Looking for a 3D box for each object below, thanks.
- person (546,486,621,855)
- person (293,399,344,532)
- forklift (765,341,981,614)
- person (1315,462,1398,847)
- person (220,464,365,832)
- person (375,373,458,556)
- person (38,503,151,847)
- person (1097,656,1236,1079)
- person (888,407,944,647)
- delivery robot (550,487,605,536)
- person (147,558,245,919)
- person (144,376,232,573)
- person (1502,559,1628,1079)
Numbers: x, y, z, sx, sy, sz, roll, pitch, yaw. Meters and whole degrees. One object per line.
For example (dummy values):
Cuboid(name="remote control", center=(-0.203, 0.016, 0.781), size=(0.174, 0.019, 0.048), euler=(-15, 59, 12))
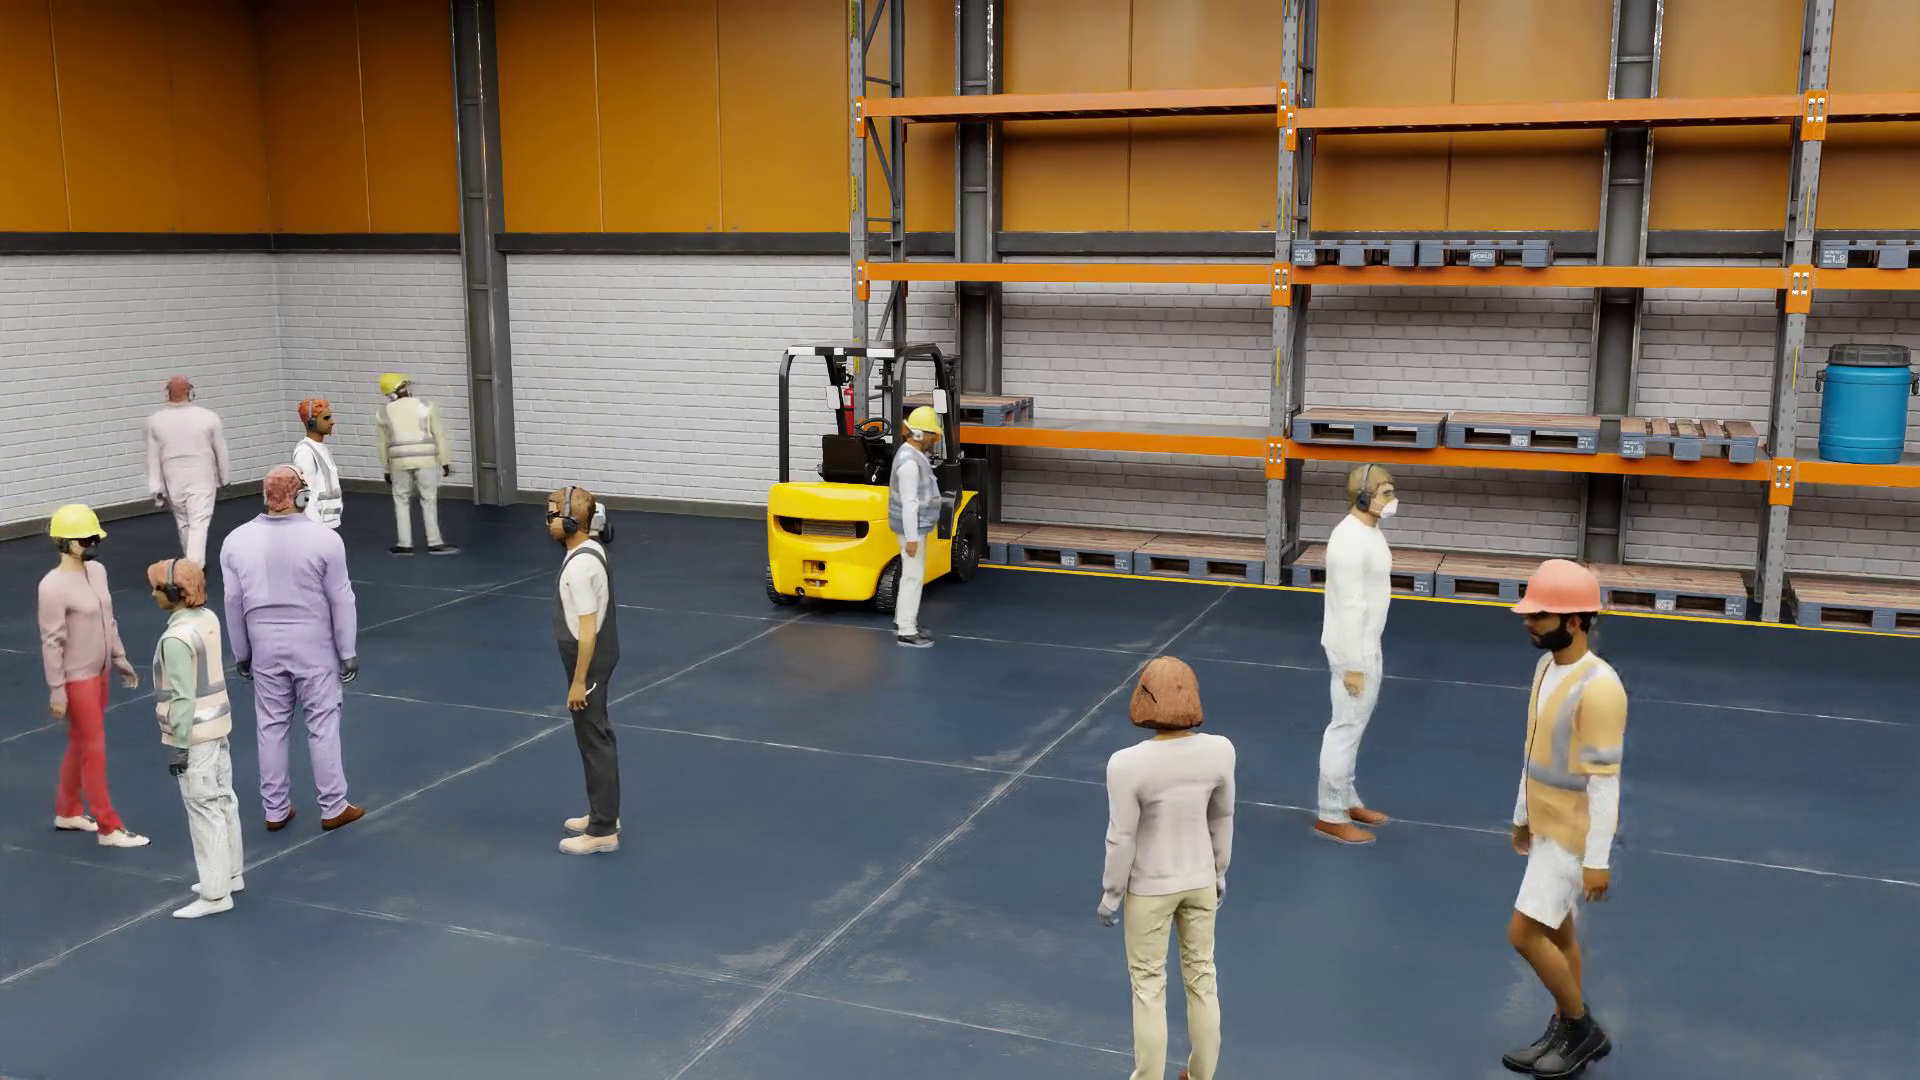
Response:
Cuboid(name="person", center=(-1.868, 0.642, 8.286), size=(0.336, 1.844, 0.508), euler=(-1, 10, -5))
Cuboid(name="person", center=(-4.749, -0.109, 12.367), size=(0.356, 1.883, 0.572), euler=(-2, 10, -13))
Cuboid(name="forklift", center=(-0.739, -0.602, 14.246), size=(1.214, 2.155, 2.313), euler=(4, 11, 21))
Cuboid(name="person", center=(2.017, 0.565, 8.455), size=(0.349, 1.937, 0.635), euler=(4, 11, 20))
Cuboid(name="person", center=(-3.423, 0.558, 8.591), size=(0.652, 1.904, 0.403), euler=(0, 10, 1))
Cuboid(name="person", center=(-5.262, -0.730, 16.131), size=(0.713, 1.785, 0.406), euler=(-2, 10, -12))
Cuboid(name="person", center=(-4.412, 0.675, 8.402), size=(0.482, 1.765, 0.538), euler=(0, 10, -2))
Cuboid(name="person", center=(0.712, 1.203, 5.748), size=(0.498, 1.634, 0.279), euler=(-4, 11, -23))
Cuboid(name="person", center=(-0.337, -0.098, 12.512), size=(0.450, 1.811, 0.619), euler=(1, 10, 3))
Cuboid(name="delivery robot", center=(-3.872, -0.290, 16.813), size=(0.477, 0.478, 0.707), euler=(-7, 12, -35))
Cuboid(name="person", center=(-3.448, 0.885, 7.512), size=(0.310, 1.636, 0.522), euler=(-2, 10, -8))
Cuboid(name="person", center=(-6.814, -0.511, 14.718), size=(0.639, 1.865, 1.011), euler=(-2, 10, -10))
Cuboid(name="person", center=(2.133, 1.020, 5.951), size=(0.417, 1.921, 0.577), euler=(0, 10, 1))
